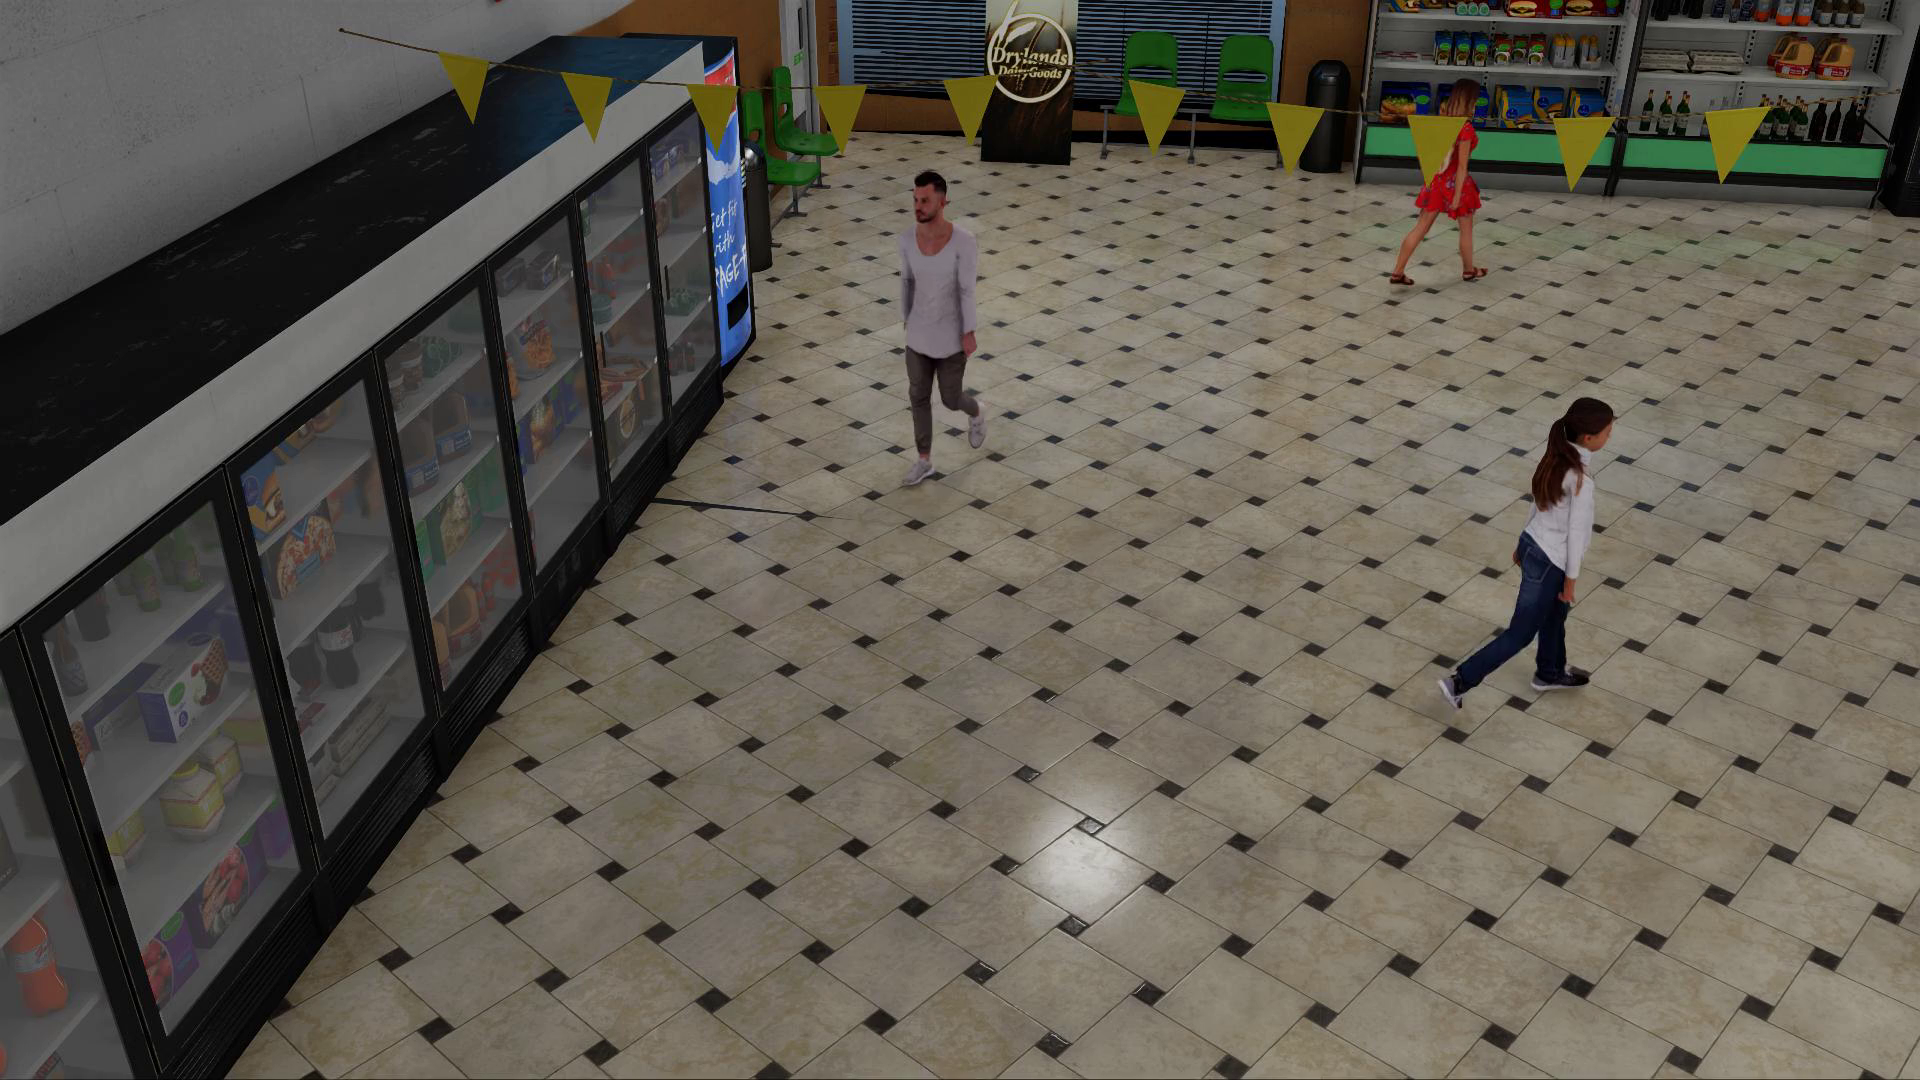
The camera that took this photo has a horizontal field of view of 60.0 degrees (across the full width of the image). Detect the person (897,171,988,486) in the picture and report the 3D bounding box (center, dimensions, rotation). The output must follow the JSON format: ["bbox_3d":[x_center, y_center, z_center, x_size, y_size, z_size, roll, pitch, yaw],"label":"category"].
[{"bbox_3d":[-0.088,-1.216,9.496,0.972,1.820,0.902,14,32,24],"label":"person"}]

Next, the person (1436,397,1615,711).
[{"bbox_3d":[2.517,0.111,7.377,1.141,1.523,0.830,-6,29,-11],"label":"person"}]

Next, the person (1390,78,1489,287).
[{"bbox_3d":[3.526,-2.591,12.299,1.131,1.548,0.948,-11,31,-20],"label":"person"}]
